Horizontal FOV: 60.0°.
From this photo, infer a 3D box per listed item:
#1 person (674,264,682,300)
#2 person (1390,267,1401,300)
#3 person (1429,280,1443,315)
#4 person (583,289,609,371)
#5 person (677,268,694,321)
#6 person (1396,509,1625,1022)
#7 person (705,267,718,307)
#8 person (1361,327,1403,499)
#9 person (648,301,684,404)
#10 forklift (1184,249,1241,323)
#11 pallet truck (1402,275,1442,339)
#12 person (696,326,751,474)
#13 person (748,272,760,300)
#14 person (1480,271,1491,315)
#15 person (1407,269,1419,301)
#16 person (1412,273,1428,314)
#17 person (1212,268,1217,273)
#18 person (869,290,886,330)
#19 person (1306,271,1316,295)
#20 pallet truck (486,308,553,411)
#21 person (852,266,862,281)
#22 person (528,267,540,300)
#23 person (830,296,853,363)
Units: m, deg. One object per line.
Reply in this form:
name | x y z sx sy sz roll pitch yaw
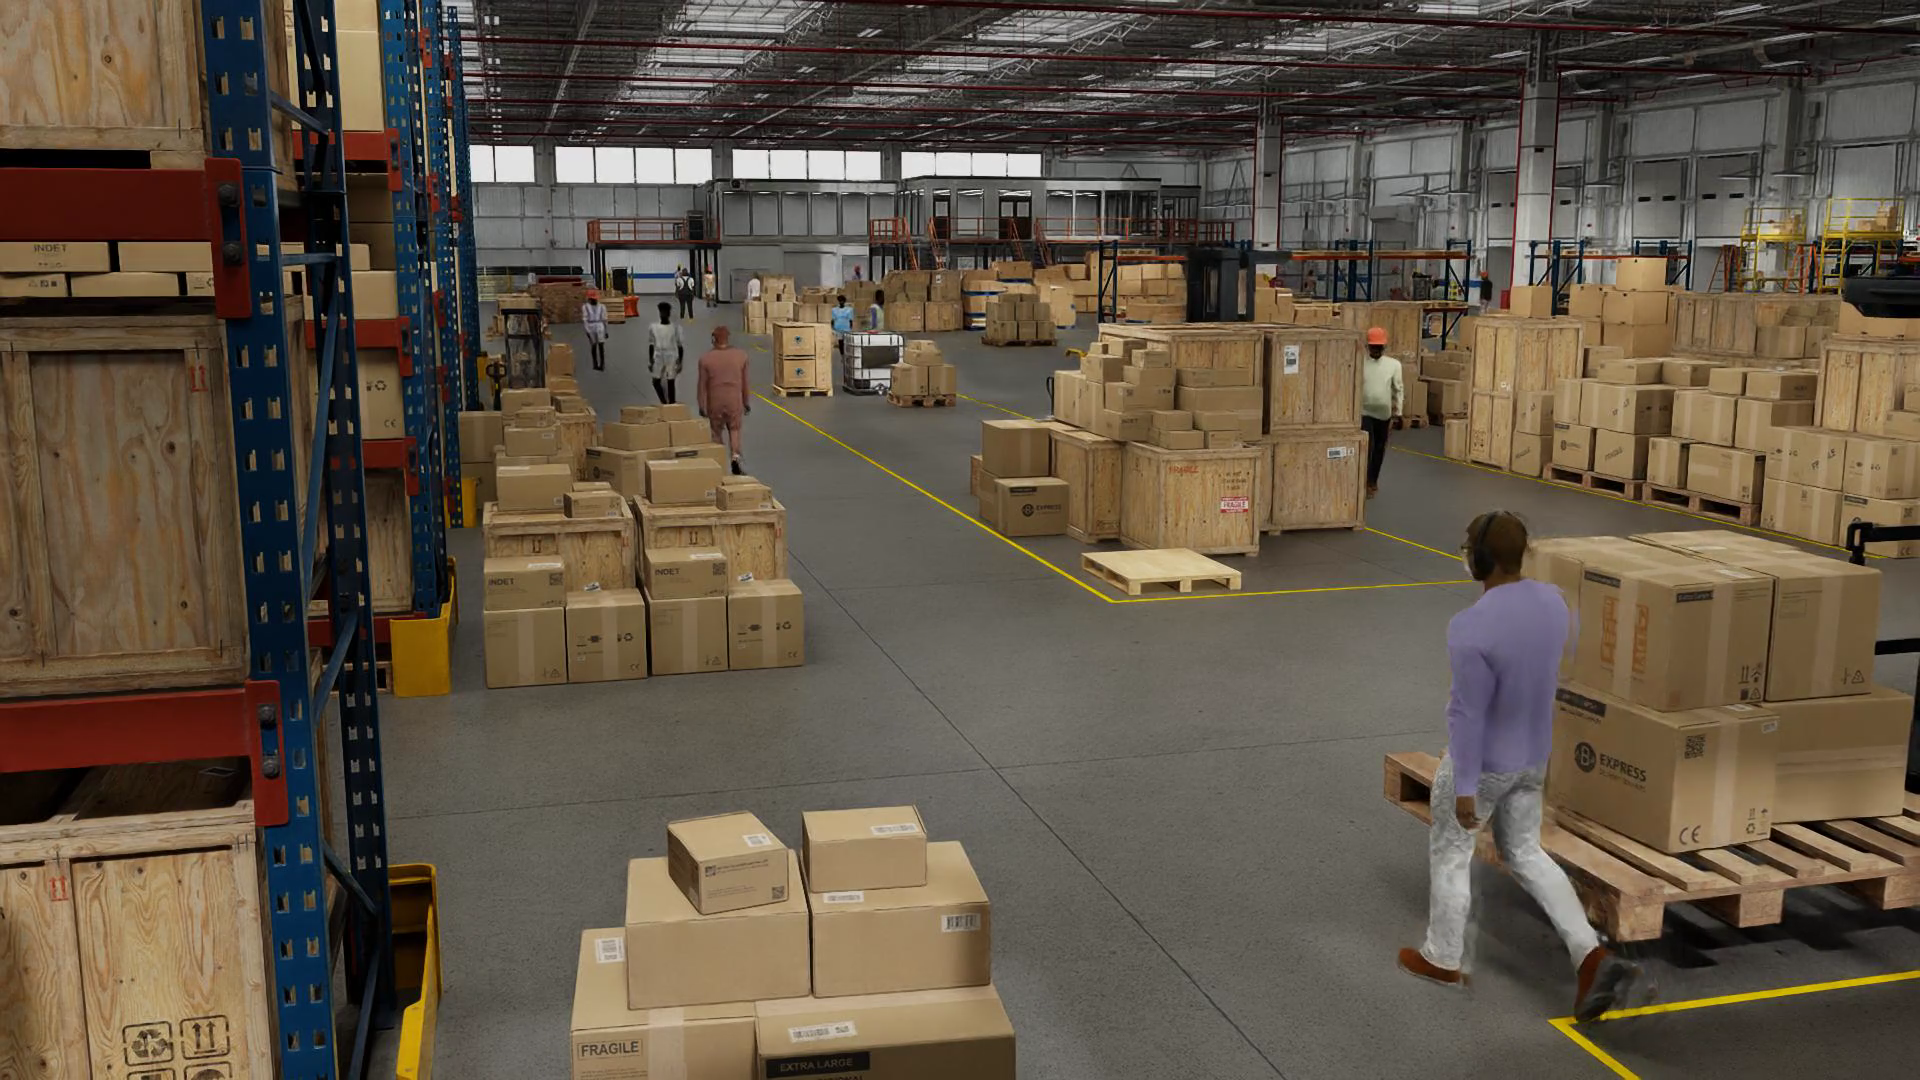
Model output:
person | -15.158 -13.932 89.771 0.383 1.923 0.589 7 12 35
person | 20.417 -11.802 77.677 1.061 1.940 0.638 7 12 35
person | 15.205 -7.421 53.252 0.550 1.806 0.986 -9 13 -40
person | -8.439 -4.868 38.551 0.556 1.893 0.843 -2 10 -12
person | -10.632 -9.509 64.393 0.682 2.000 0.537 -3 10 -16
person | 2.063 0.838 6.185 0.620 1.910 0.850 -6 12 -30
person | -11.708 -11.879 78.230 0.550 1.884 0.988 -6 12 -30
person | 4.767 -1.482 19.198 0.611 1.961 0.931 1 10 3
person | -4.924 -3.003 27.796 0.641 1.951 0.421 2 10 9
forklift | 3.580 -2.773 23.878 1.873 2.768 1.129 -5 11 -27
pallet truck | 14.620 -7.324 52.145 0.823 1.965 1.885 8 13 40
person | -2.942 -1.713 20.668 0.681 1.891 0.440 -3 11 -18
person | -7.552 -8.984 61.751 0.634 1.922 0.531 2 10 9
person | 18.939 -8.700 59.980 0.732 1.981 0.424 -9 14 -43
person | 19.705 -10.811 72.144 0.610 1.900 0.786 2 10 13
person | 17.663 -9.318 63.879 0.626 1.844 0.429 5 11 24
person | 11.898 -11.847 78.013 0.878 1.900 0.568 -8 13 -40
person | -1.871 -4.640 37.226 0.542 1.905 0.601 3 11 18
person | 17.658 -12.724 83.614 0.550 1.676 0.553 -6 12 -31
pallet truck | -6.242 -2.418 24.362 0.823 1.965 1.885 1 10 3
person | -4.530 -10.966 72.717 0.857 2.024 0.613 6 12 30
person | -21.727 -12.947 84.462 0.593 1.838 0.976 10 14 43
person | -2.927 -5.172 40.913 0.545 1.645 0.873 1 10 6
